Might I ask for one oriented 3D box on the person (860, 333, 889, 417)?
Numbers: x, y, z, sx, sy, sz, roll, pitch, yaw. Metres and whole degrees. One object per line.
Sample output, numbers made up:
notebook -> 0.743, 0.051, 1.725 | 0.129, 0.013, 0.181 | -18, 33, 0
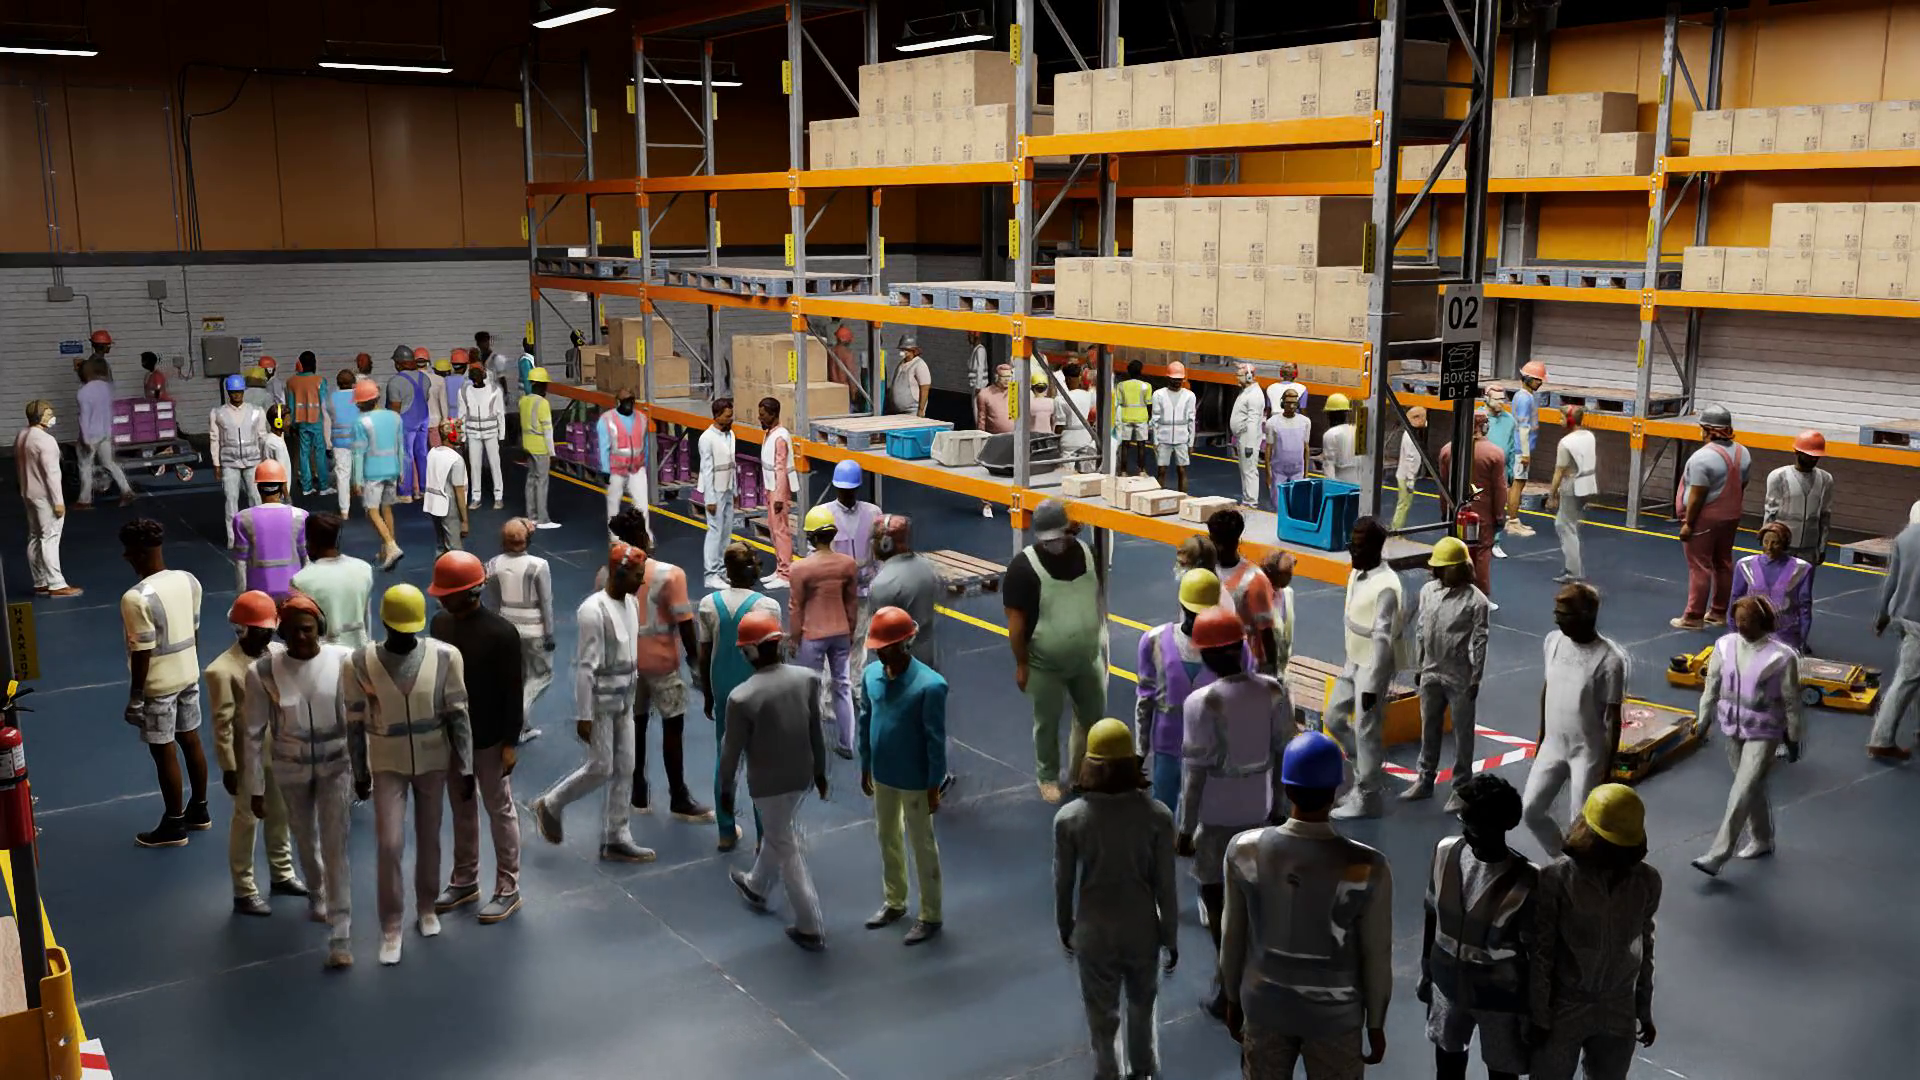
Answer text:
person -> -1.386, -2.479, 27.046 | 0.513, 1.842, 0.325 | -8, 13, -35

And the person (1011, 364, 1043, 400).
person -> 0.882, -1.772, 23.065 | 0.609, 1.985, 0.392 | -10, 15, -43

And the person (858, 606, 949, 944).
person -> -0.314, 1.187, 8.548 | 0.577, 1.739, 0.353 | 9, 14, 40

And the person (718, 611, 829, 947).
person -> -1.008, 1.199, 8.579 | 0.899, 1.696, 0.572 | 10, 15, 42

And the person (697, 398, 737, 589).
person -> -2.400, -0.467, 16.590 | 0.402, 1.910, 0.592 | 4, 12, 18

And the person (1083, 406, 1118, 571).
person -> 1.423, -0.513, 17.216 | 0.330, 1.751, 0.564 | 5, 12, 25

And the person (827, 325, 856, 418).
person -> -1.864, -2.420, 26.409 | 0.652, 1.989, 0.430 | 11, 15, 44

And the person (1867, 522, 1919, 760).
person -> 6.656, 0.569, 11.350 | 0.923, 1.885, 0.636 | -2, 11, -10

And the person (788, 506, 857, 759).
person -> -0.932, 0.645, 11.281 | 0.518, 1.757, 0.339 | -8, 14, -35

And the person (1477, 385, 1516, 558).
person -> 5.718, -0.730, 17.963 | 0.646, 1.899, 0.399 | -3, 12, -16

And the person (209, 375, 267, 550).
person -> -8.016, -0.869, 18.530 | 0.608, 1.950, 0.379 | -6, 12, -26

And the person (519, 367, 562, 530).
person -> -4.985, -1.087, 19.728 | 0.393, 1.922, 0.592 | -10, 15, -41

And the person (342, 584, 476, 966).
person -> -2.747, 1.153, 8.350 | 0.588, 1.887, 0.760 | -5, 12, -24

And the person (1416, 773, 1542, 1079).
person -> 1.927, 1.674, 6.171 | 0.321, 1.695, 0.529 | -9, 14, -39

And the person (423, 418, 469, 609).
person -> -4.781, -0.223, 15.536 | 0.387, 1.837, 0.560 | -11, 15, -43

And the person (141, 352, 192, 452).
person -> -12.240, -2.055, 25.384 | 0.530, 1.642, 0.920 | 8, 14, 35

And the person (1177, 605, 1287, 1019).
person -> 1.314, 1.264, 7.762 | 0.625, 1.909, 0.578 | -6, 12, -28

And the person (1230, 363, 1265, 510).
person -> 3.522, -1.226, 20.496 | 0.399, 1.900, 0.644 | 0, 11, 0

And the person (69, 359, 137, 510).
person -> -10.861, -1.320, 20.928 | 0.826, 1.914, 0.642 | 2, 11, 10

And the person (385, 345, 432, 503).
person -> -7.190, -1.508, 21.567 | 0.537, 2.000, 0.682 | 5, 12, 26

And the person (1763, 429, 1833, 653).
person -> 7.085, 0.018, 14.072 | 0.547, 1.926, 0.387 | 0, 11, 2

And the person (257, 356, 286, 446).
person -> -9.636, -1.698, 23.279 | 0.335, 1.749, 0.575 | -9, 14, -38

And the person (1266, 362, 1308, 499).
person -> 4.204, -1.388, 21.483 | 0.563, 1.837, 0.394 | 9, 14, 38

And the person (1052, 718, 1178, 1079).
person -> 0.622, 1.551, 6.748 | 0.501, 1.700, 0.778 | 0, 11, 2

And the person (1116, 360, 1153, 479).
person -> 2.441, -1.673, 23.299 | 0.535, 1.697, 0.318 | 4, 12, 18

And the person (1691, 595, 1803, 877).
person -> 4.407, 1.097, 9.385 | 0.868, 1.583, 0.530 | -6, 13, -28

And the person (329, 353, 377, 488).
person -> -8.170, -1.593, 22.499 | 0.578, 1.858, 0.847 | 5, 12, 26

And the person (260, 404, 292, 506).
person -> -6.725, -0.418, 16.485 | 0.344, 1.856, 0.525 | -8, 14, -37

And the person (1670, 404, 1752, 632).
person -> 6.679, -0.206, 14.907 | 0.672, 2.000, 0.536 | -6, 12, -27

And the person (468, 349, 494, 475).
person -> -6.984, -1.862, 24.022 | 0.541, 1.787, 0.970 | -3, 11, -15

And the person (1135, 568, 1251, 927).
person -> 1.208, 1.076, 8.672 | 0.597, 1.914, 0.402 | 2, 11, 9

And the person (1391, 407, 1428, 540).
person -> 4.959, -0.666, 18.354 | 0.321, 1.623, 0.512 | 4, 12, 21

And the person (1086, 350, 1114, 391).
person -> 1.867, -1.667, 22.804 | 0.605, 1.869, 0.416 | -11, 15, -43

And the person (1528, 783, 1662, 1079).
person -> 2.271, 1.696, 5.959 | 0.485, 1.736, 0.309 | -2, 11, -9

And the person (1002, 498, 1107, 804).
person -> 0.638, 0.673, 10.407 | 0.749, 2.000, 0.542 | -5, 12, -26

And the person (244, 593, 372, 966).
person -> -3.296, 1.166, 8.433 | 0.595, 1.832, 1.009 | -4, 12, -21

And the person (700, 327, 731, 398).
person -> -4.169, -2.742, 28.337 | 0.532, 1.865, 0.309 | -4, 12, -22

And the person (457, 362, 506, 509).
person -> -6.026, -1.313, 21.004 | 0.577, 1.876, 0.360 | -1, 11, -5

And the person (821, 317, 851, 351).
person -> -2.399, -3.546, 32.266 | 0.602, 1.938, 0.402 | 3, 11, 15

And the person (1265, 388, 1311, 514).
person -> 3.578, -0.744, 18.200 | 0.501, 1.839, 0.341 | -1, 11, -6

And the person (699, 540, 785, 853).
person -> -1.258, 0.915, 9.678 | 0.517, 1.841, 0.324 | 3, 11, 13

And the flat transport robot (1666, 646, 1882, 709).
flat transport robot -> 6.366, 1.051, 13.016 | 1.431, 0.197, 0.652 | 8, 14, 35

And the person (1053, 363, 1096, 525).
person -> 1.355, -1.134, 19.868 | 0.603, 1.958, 0.374 | -6, 13, -29

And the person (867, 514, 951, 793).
person -> -0.321, 0.775, 10.293 | 0.523, 1.891, 0.637 | 6, 13, 28
